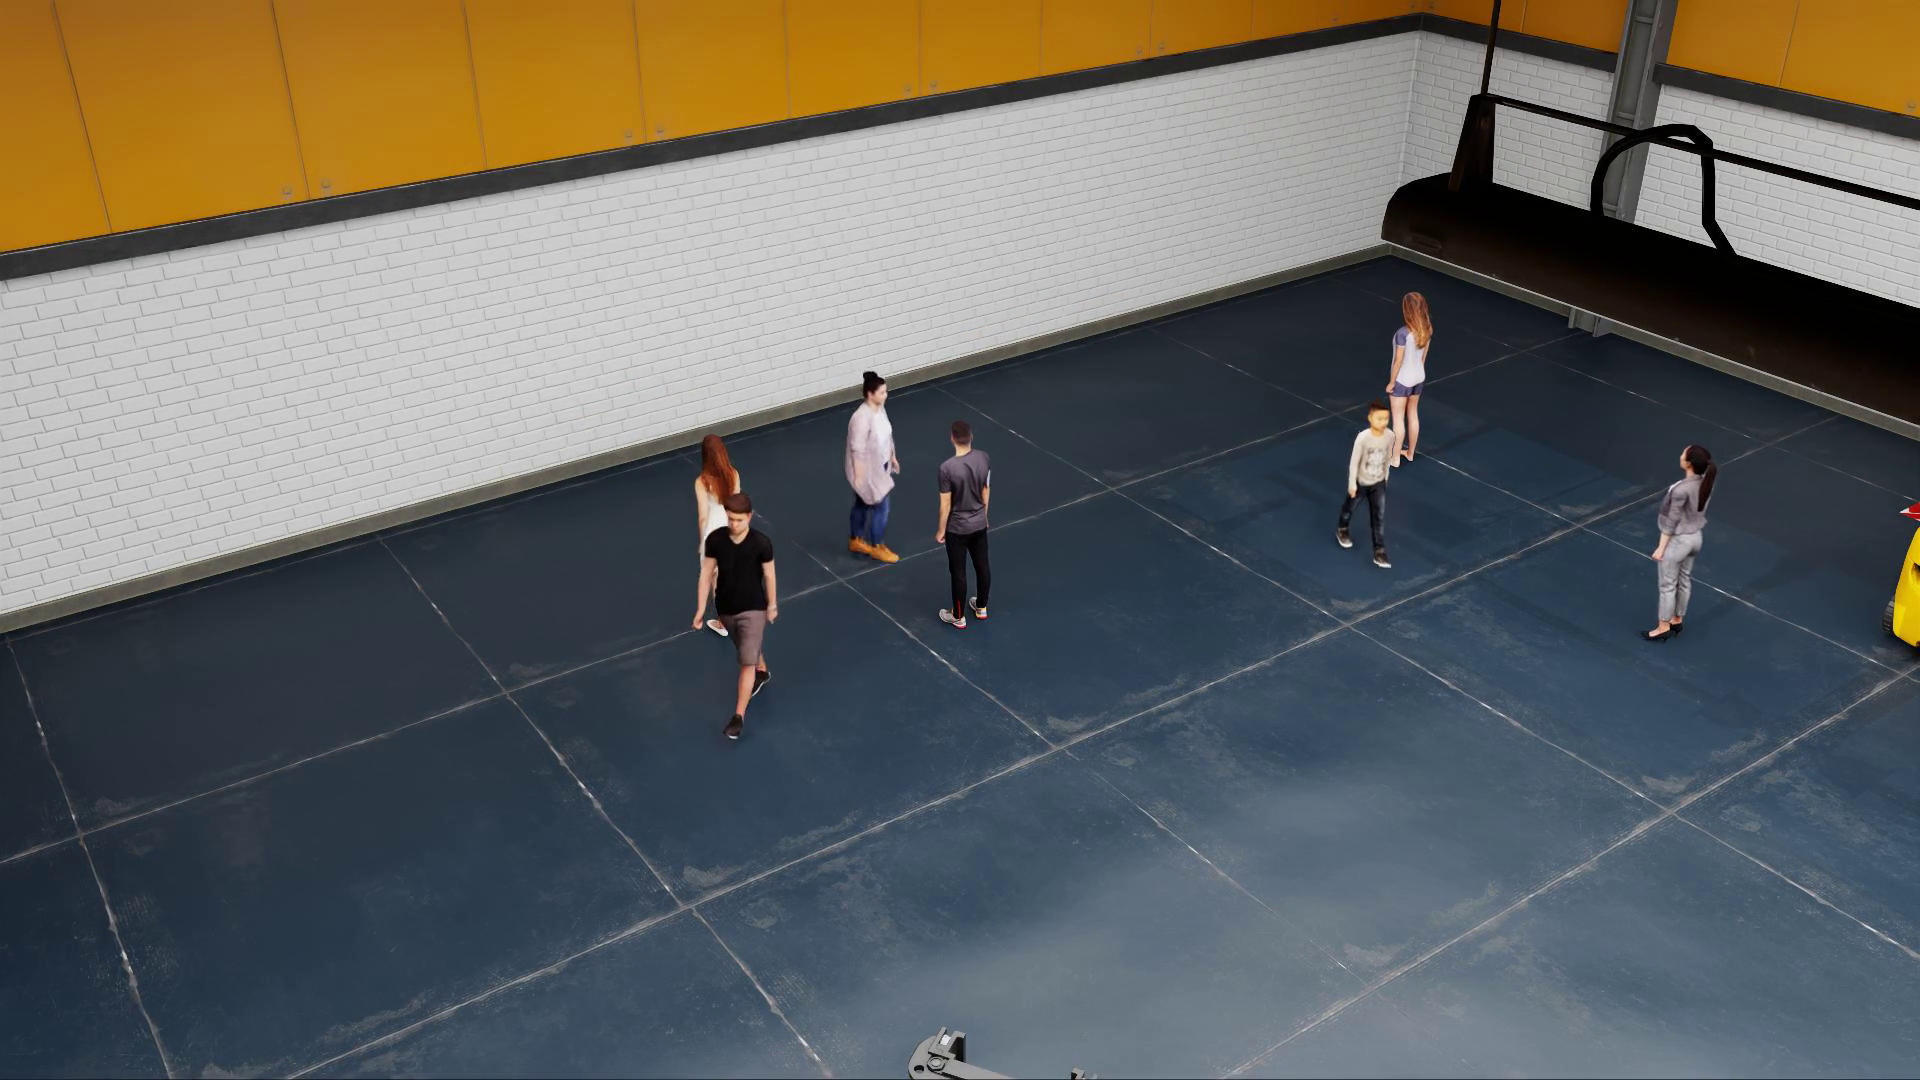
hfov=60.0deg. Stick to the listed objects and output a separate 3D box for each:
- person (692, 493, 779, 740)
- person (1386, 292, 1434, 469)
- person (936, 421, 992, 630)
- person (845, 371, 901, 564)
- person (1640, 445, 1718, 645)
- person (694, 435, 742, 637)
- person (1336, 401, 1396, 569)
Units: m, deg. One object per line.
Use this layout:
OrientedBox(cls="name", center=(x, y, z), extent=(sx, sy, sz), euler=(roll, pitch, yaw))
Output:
OrientedBox(cls="person", center=(-1.555, 0.450, 12.139), extent=(1.245, 1.807, 1.231), euler=(8, 30, 15))
OrientedBox(cls="person", center=(4.271, -1.526, 15.843), extent=(0.585, 1.728, 0.532), euler=(-17, 33, -29))
OrientedBox(cls="person", center=(0.043, -0.125, 13.241), extent=(0.627, 1.762, 0.538), euler=(-17, 33, -29))
OrientedBox(cls="person", center=(-0.862, -0.639, 14.219), extent=(0.920, 1.726, 0.861), euler=(7, 29, 12))
OrientedBox(cls="person", center=(5.643, 0.040, 13.029), extent=(0.618, 1.673, 0.560), euler=(-17, 33, -29))
OrientedBox(cls="person", center=(-1.877, -0.040, 13.142), extent=(0.552, 1.707, 0.526), euler=(-17, 33, -29))
OrientedBox(cls="person", center=(3.480, -0.532, 14.336), extent=(0.810, 1.427, 1.070), euler=(-7, 29, -12))
